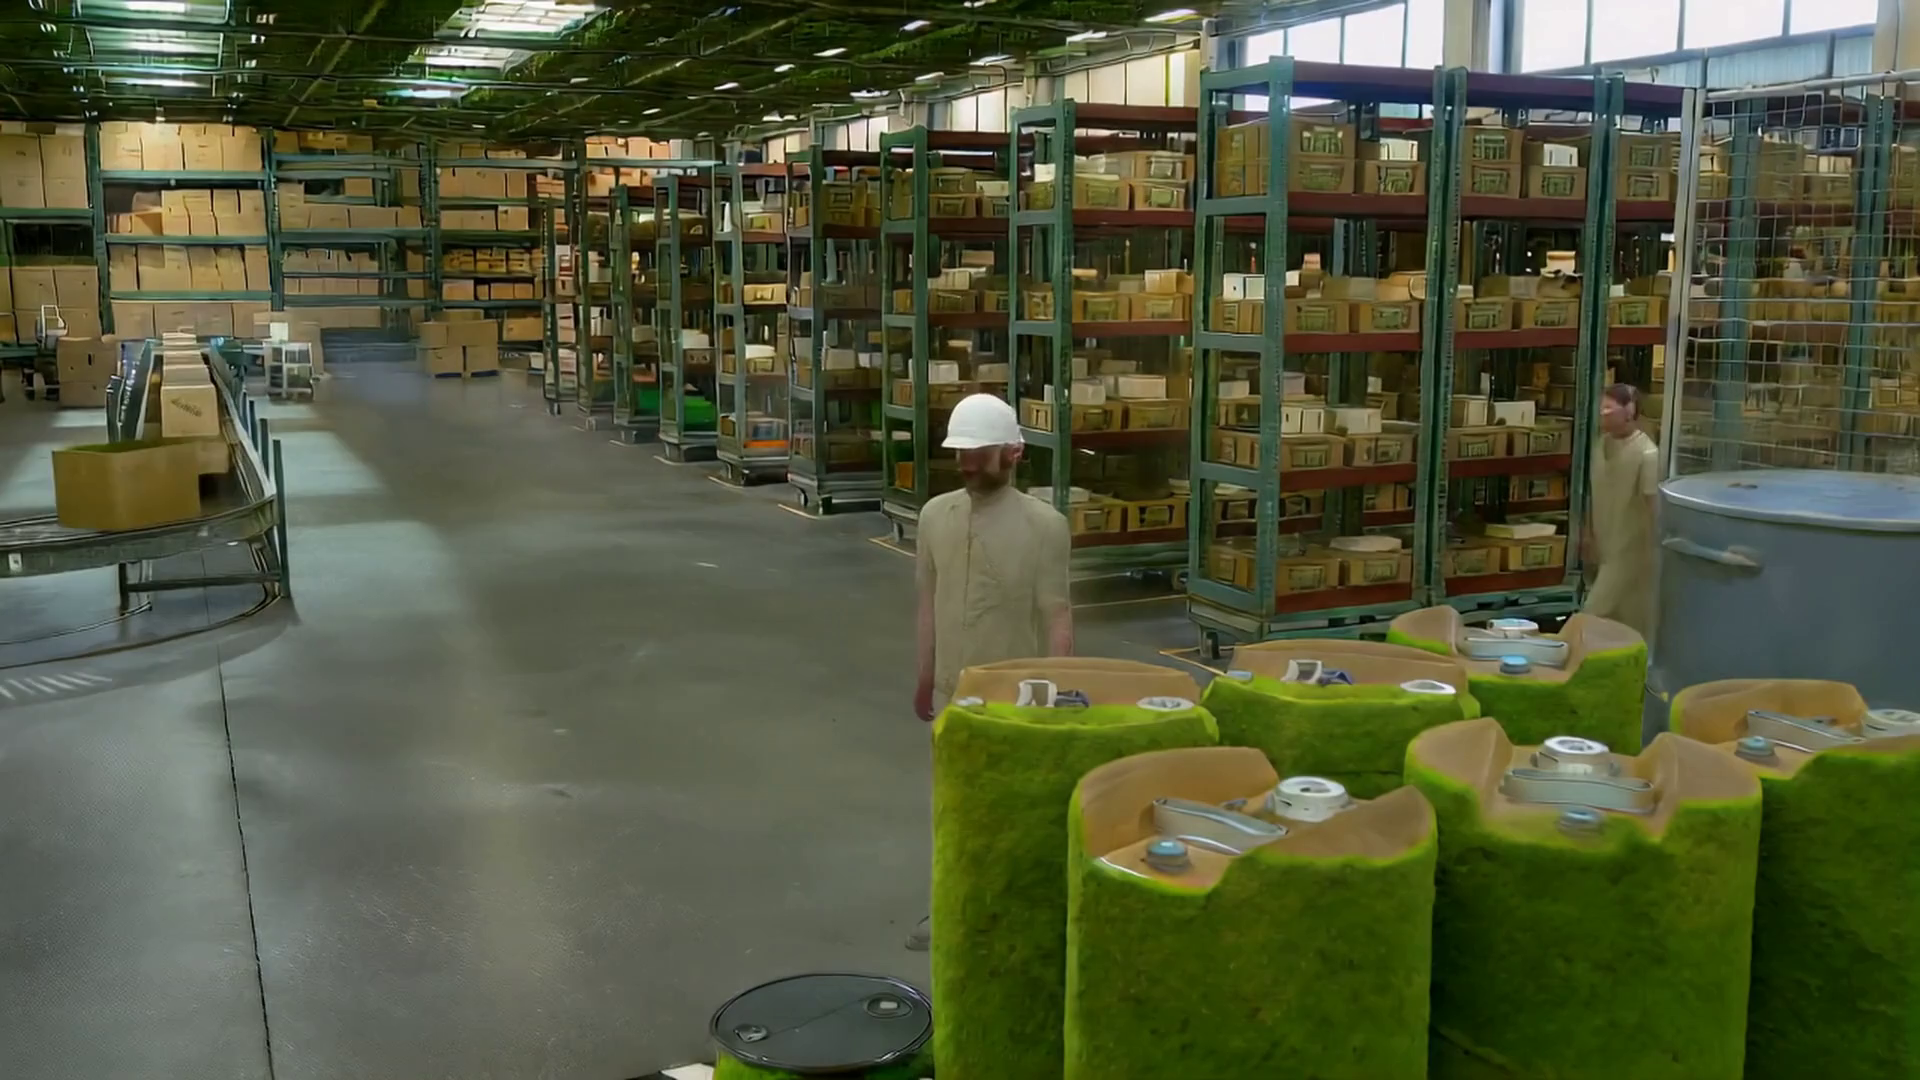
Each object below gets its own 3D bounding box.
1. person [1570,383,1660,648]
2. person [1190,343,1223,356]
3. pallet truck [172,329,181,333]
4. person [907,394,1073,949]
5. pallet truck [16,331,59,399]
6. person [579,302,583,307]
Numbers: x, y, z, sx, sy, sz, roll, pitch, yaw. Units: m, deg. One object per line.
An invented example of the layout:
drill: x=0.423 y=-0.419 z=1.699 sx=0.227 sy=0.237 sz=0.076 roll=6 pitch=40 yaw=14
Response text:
person: x=3.736 y=0.007 z=9.423 sx=0.985 sy=1.799 sz=0.591 roll=-1 pitch=9 yaw=-8
person: x=3.445 y=-2.241 z=23.230 sx=0.601 sy=1.830 sz=0.404 roll=5 pitch=11 yaw=30
pallet truck: x=-17.275 y=-3.851 z=35.096 sx=1.601 sy=1.201 sz=0.680 roll=0 pitch=9 yaw=1
person: x=0.091 y=0.486 z=5.809 sx=0.613 sy=1.995 sz=0.391 roll=6 pitch=11 yaw=31
pallet truck: x=-17.082 y=-3.353 z=31.781 sx=1.630 sy=1.274 sz=0.653 roll=-4 pitch=10 yaw=-25
person: x=-10.379 y=-5.871 z=46.103 sx=0.897 sy=1.723 sz=0.531 roll=-4 pitch=10 yaw=-23
